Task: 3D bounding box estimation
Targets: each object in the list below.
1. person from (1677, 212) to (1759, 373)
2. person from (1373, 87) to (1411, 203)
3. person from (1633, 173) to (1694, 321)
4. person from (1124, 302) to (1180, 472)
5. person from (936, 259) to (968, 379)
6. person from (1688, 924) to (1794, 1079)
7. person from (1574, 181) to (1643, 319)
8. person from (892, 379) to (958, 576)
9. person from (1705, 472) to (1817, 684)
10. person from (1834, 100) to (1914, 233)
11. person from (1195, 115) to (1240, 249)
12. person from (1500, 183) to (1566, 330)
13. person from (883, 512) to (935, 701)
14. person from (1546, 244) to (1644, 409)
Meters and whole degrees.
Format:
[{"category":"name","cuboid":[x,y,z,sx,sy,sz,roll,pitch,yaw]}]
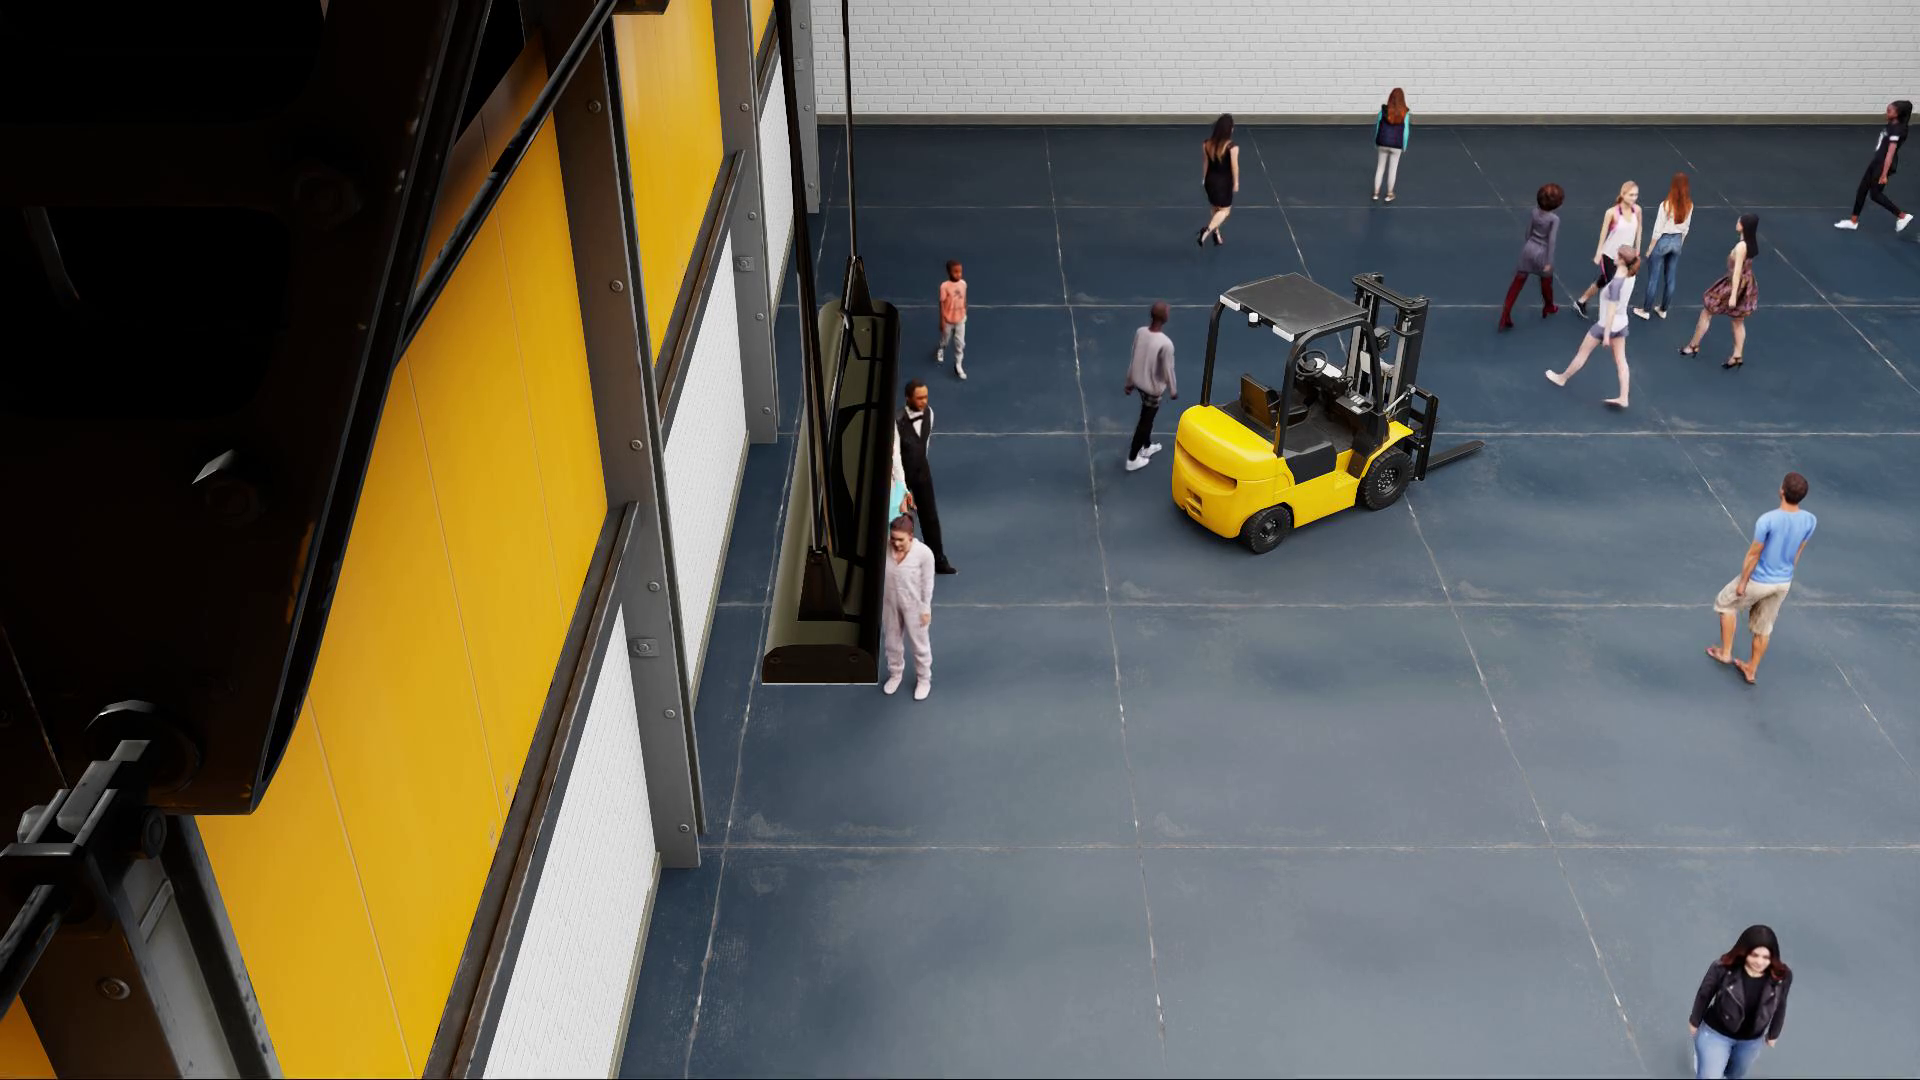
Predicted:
[{"category":"person","cuboid":[8.339,-2.605,17.741,1.031,1.743,0.977,28,43,36]},{"category":"person","cuboid":[5.660,-5.213,21.885,0.673,1.500,0.704,15,37,22]},{"category":"person","cuboid":[8.014,-3.327,18.842,0.596,1.728,0.538,-4,34,-6]},{"category":"person","cuboid":[1.753,-1.433,15.972,0.900,1.751,0.859,-22,39,-29]},{"category":"person","cuboid":[-0.106,-2.409,17.849,0.662,1.298,0.871,-13,36,-18]},{"category":"person","cuboid":[4.486,2.819,9.699,0.742,1.612,0.987,6,34,9]},{"category":"person","cuboid":[7.273,-3.189,18.619,0.854,1.744,1.221,-10,35,-14]},{"category":"person","cuboid":[-0.537,-0.603,14.633,1.168,1.850,1.388,-20,39,-28]},{"category":"person","cuboid":[6.433,0.362,13.185,0.665,1.846,0.711,-2,34,-3]},{"category":"person","cuboid":[11.647,-4.633,20.826,0.915,1.706,1.068,11,35,16]},{"category":"person","cuboid":[3.147,-4.324,20.367,1.015,1.699,0.957,-29,43,-36]},{"category":"person","cuboid":[6.376,-3.120,18.585,1.060,1.666,1.115,-20,38,-27]},{"category":"person","cuboid":[-0.428,0.486,13.140,0.699,1.688,0.677,10,35,15]},{"category":"person","cuboid":[6.764,-2.149,17.084,1.055,1.711,1.191,-24,41,-32]}]
